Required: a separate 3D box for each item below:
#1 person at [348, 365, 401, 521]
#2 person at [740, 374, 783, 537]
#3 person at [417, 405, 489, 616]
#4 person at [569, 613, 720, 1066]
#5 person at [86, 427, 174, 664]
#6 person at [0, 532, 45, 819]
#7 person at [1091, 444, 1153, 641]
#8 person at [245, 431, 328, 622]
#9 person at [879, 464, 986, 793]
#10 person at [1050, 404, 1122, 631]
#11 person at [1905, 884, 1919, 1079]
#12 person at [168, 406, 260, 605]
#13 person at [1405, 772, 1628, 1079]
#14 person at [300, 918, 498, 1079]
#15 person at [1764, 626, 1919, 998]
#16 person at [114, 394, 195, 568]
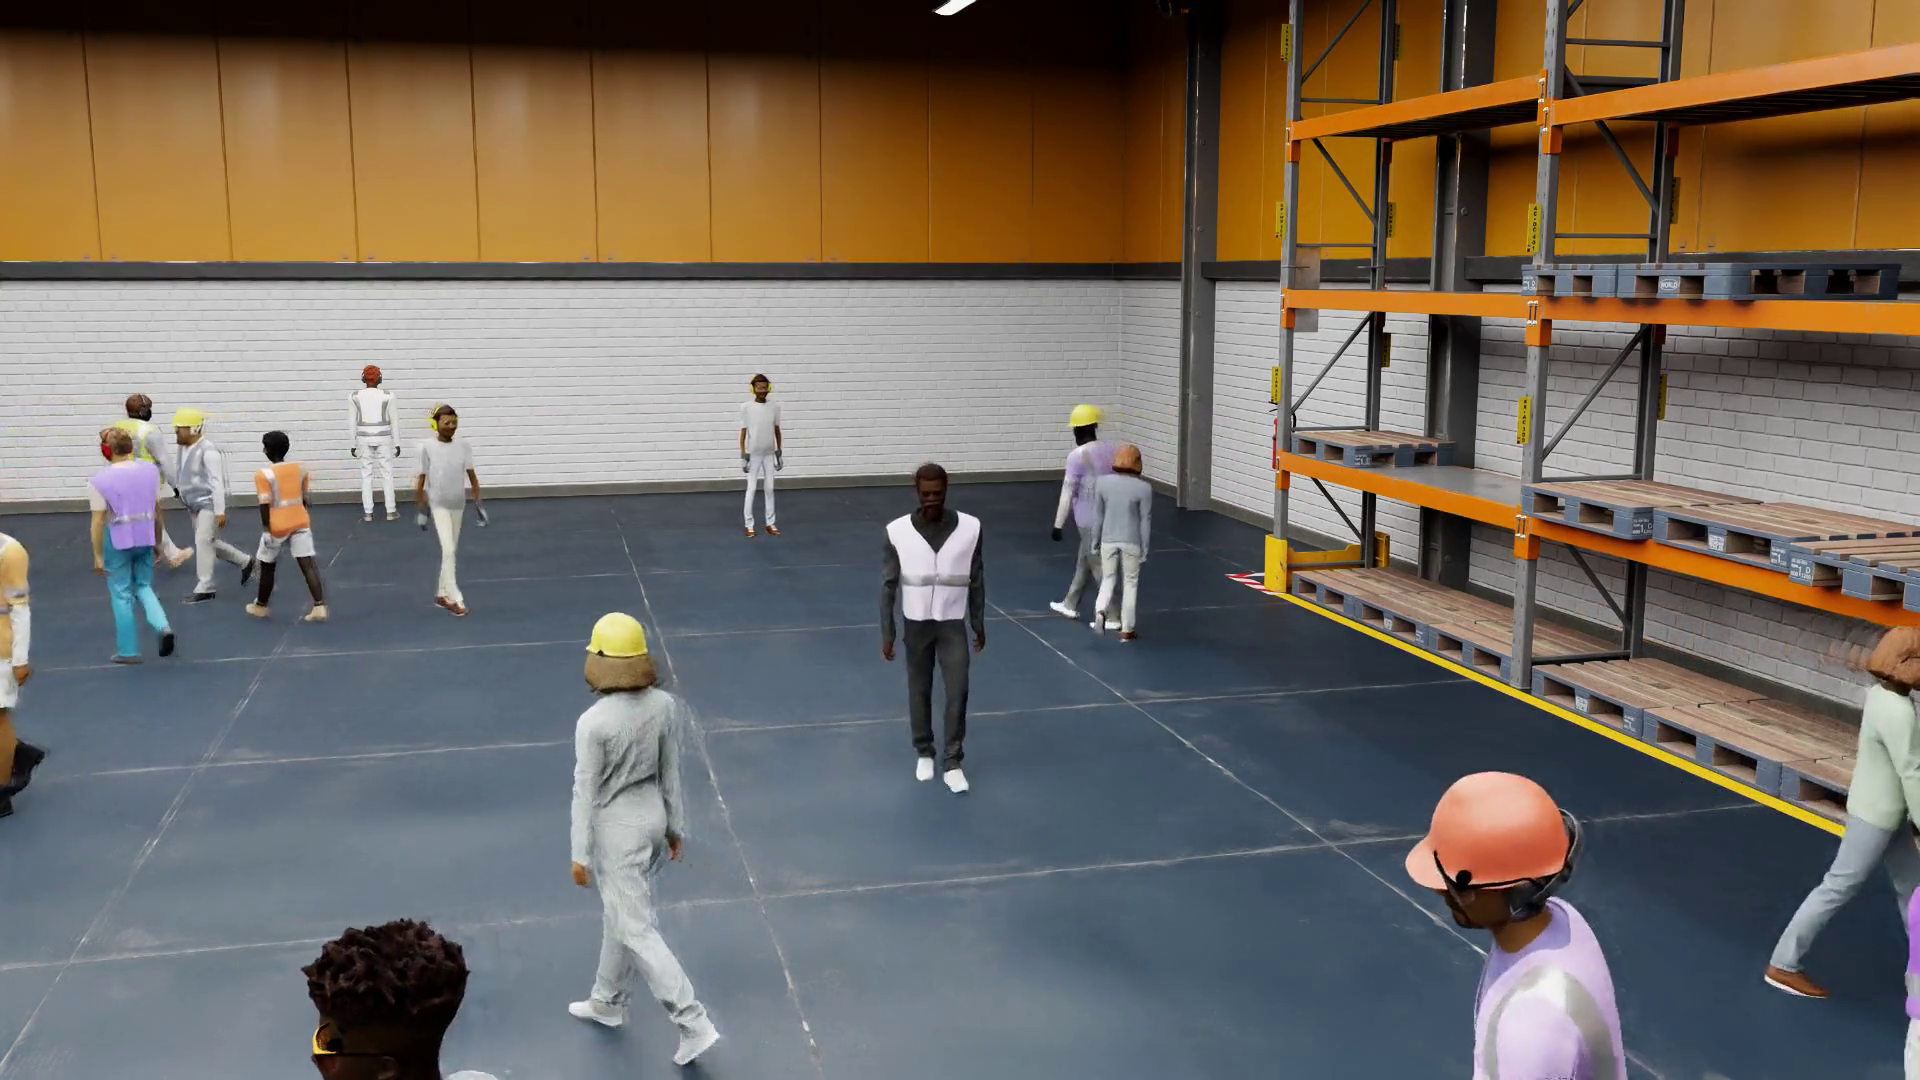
[{"bbox_3d":[-7.071,-1.170,20.112,0.583,1.882,0.337,-2,9,-12],"label":"person"},{"bbox_3d":[-2.253,-0.963,18.912,0.508,1.859,0.348,-5,10,-26],"label":"person"},{"bbox_3d":[-4.410,-0.258,14.560,0.530,1.832,0.879,-9,13,-44],"label":"person"},{"bbox_3d":[-1.224,1.124,6.336,0.837,1.713,0.495,6,11,32],"label":"person"},{"bbox_3d":[-6.299,0.054,12.614,0.501,1.834,0.585,5,10,30],"label":"person"},{"bbox_3d":[-5.296,0.575,9.083,0.561,1.927,0.523,3,9,17],"label":"person"},{"bbox_3d":[1.276,0.038,13.403,0.526,1.613,0.492,4,10,24],"label":"person"},{"bbox_3d":[-5.786,-0.115,14.250,0.886,1.646,0.548,6,11,31],"label":"person"},{"bbox_3d":[-0.146,0.511,9.594,0.636,1.887,0.778,-1,9,-7],"label":"person"},{"bbox_3d":[1.018,-0.197,14.006,0.923,1.883,0.605,8,12,41],"label":"person"},{"bbox_3d":[2.576,1.412,4.017,0.646,1.896,0.378,3,10,18],"label":"person"},{"bbox_3d":[-6.820,-0.344,15.215,0.611,1.805,0.751,8,12,40],"label":"person"},{"bbox_3d":[1.299,1.436,3.505,0.777,1.991,0.660,2,9,14],"label":"person"},{"bbox_3d":[-0.885,1.574,2.889,1.017,1.921,0.626,1,9,3],"label":"person"},{"bbox_3d":[3.760,1.125,6.726,0.879,1.582,0.509,4,10,25],"label":"person"},{"bbox_3d":[-8.006,-0.541,16.467,0.630,1.790,0.961,5,10,30],"label":"person"}]
